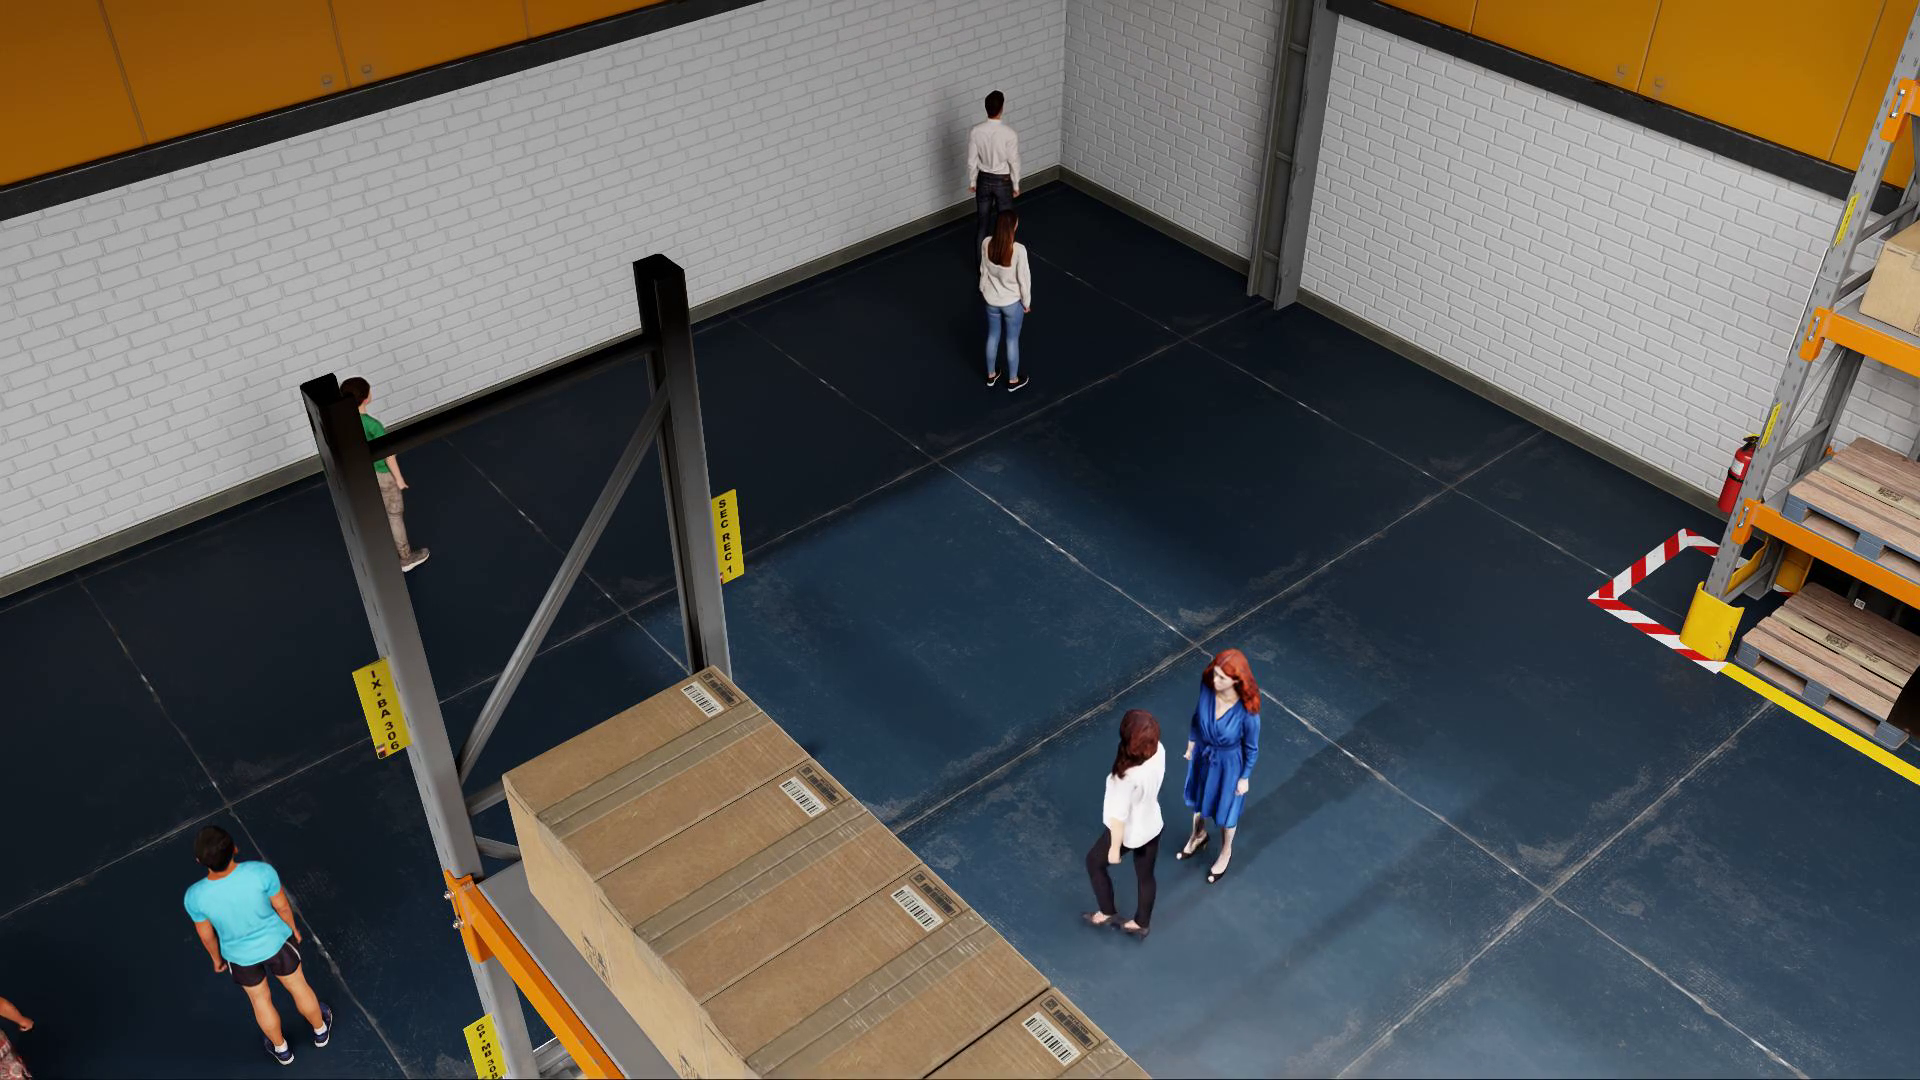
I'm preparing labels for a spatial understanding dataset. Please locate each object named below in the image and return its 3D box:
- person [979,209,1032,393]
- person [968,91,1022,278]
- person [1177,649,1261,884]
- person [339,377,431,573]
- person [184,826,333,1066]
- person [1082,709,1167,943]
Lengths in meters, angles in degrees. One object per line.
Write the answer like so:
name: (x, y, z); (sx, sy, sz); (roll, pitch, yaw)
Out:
person: (0.384, -2.070, 14.321); (0.609, 1.691, 0.754); (20, 43, 23)
person: (0.328, -3.366, 15.799); (0.688, 1.871, 0.799); (10, 40, 12)
person: (1.558, 1.347, 9.933); (0.669, 1.827, 0.498); (-29, 47, -31)
person: (-4.355, -0.487, 12.371); (0.600, 1.651, 0.715); (15, 41, 18)
person: (-3.772, 2.181, 8.929); (0.657, 1.776, 0.597); (-18, 42, -22)
person: (1.070, 1.713, 9.512); (0.695, 1.780, 0.693); (27, 46, 30)
